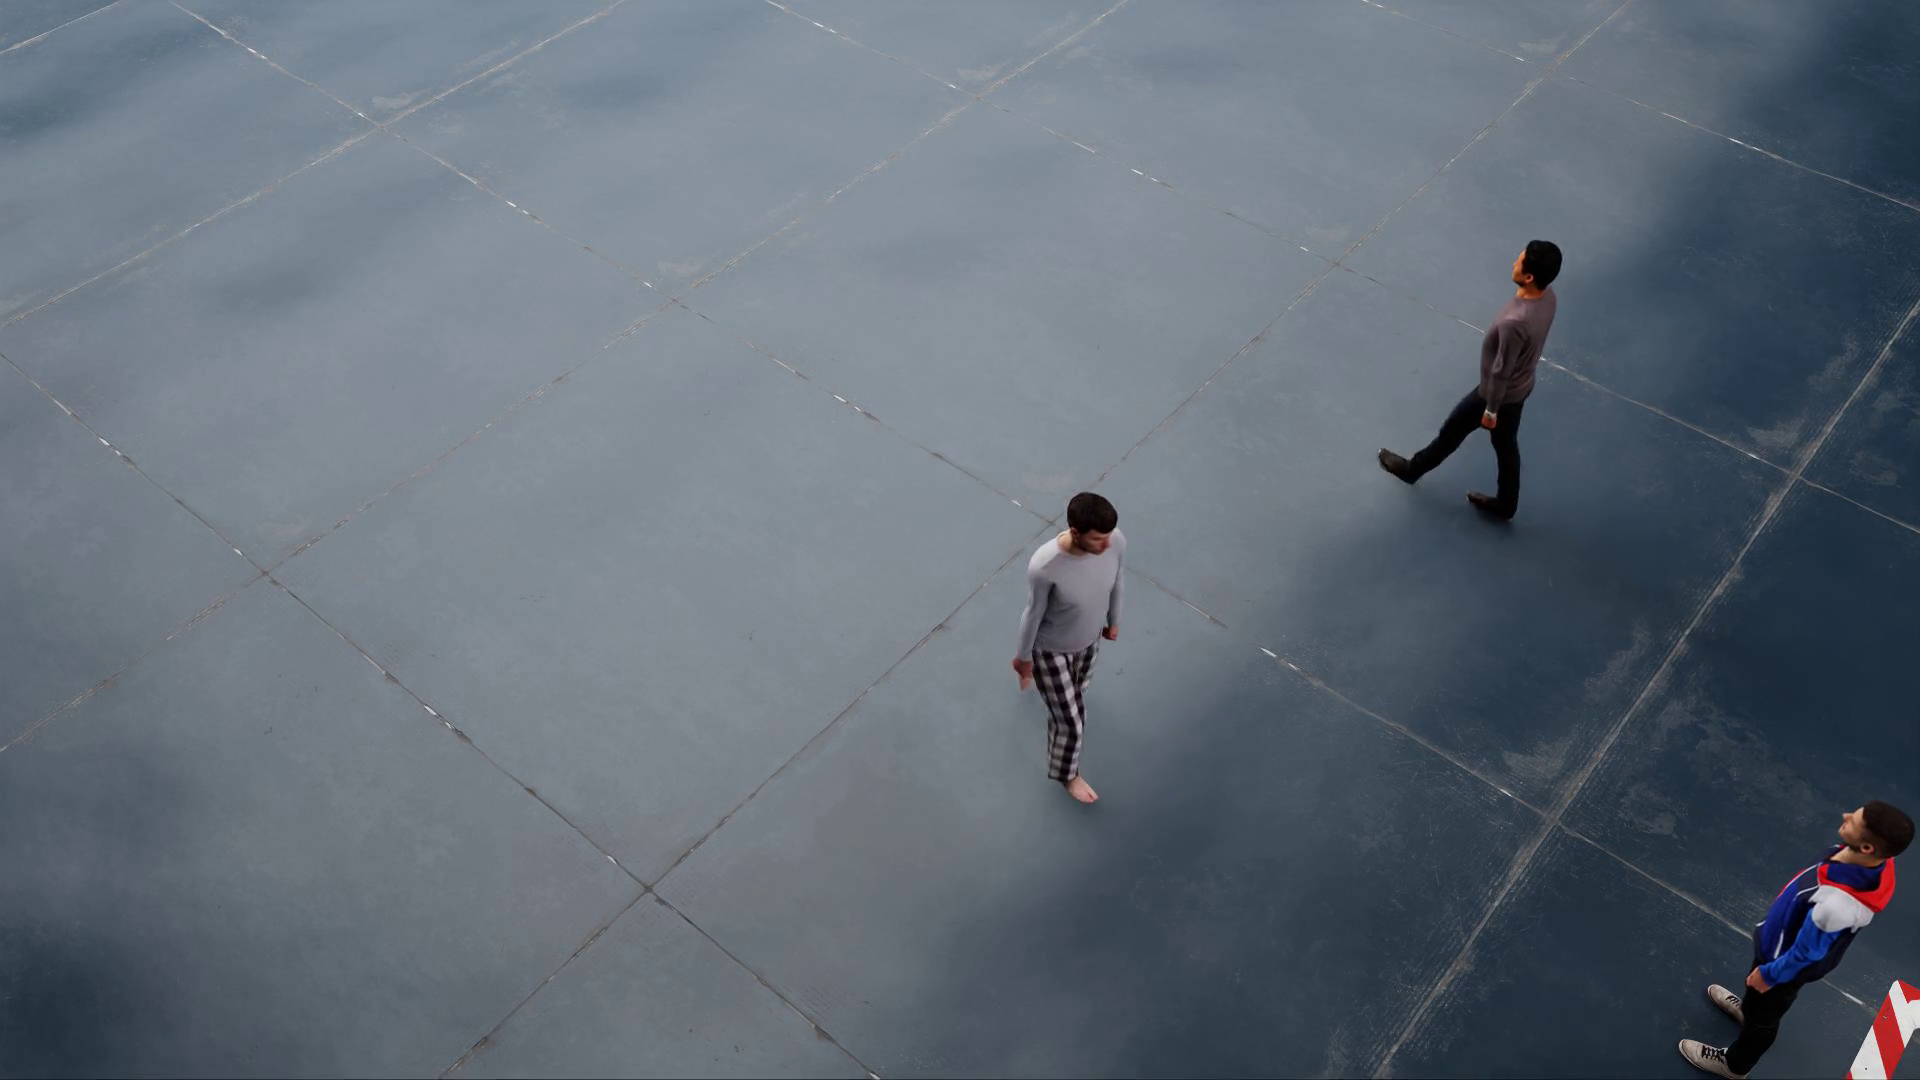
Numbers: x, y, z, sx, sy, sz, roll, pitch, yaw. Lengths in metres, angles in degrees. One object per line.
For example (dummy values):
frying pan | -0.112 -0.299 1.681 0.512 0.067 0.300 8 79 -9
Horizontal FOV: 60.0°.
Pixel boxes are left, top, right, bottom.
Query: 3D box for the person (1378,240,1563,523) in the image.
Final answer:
person | 2.873 -0.750 8.576 0.673 1.737 1.003 32 55 26

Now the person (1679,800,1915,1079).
person | 3.259 1.552 6.434 0.527 1.756 0.632 33 55 27

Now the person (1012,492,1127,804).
person | 0.433 0.355 7.504 0.925 1.809 1.179 -21 51 -18
